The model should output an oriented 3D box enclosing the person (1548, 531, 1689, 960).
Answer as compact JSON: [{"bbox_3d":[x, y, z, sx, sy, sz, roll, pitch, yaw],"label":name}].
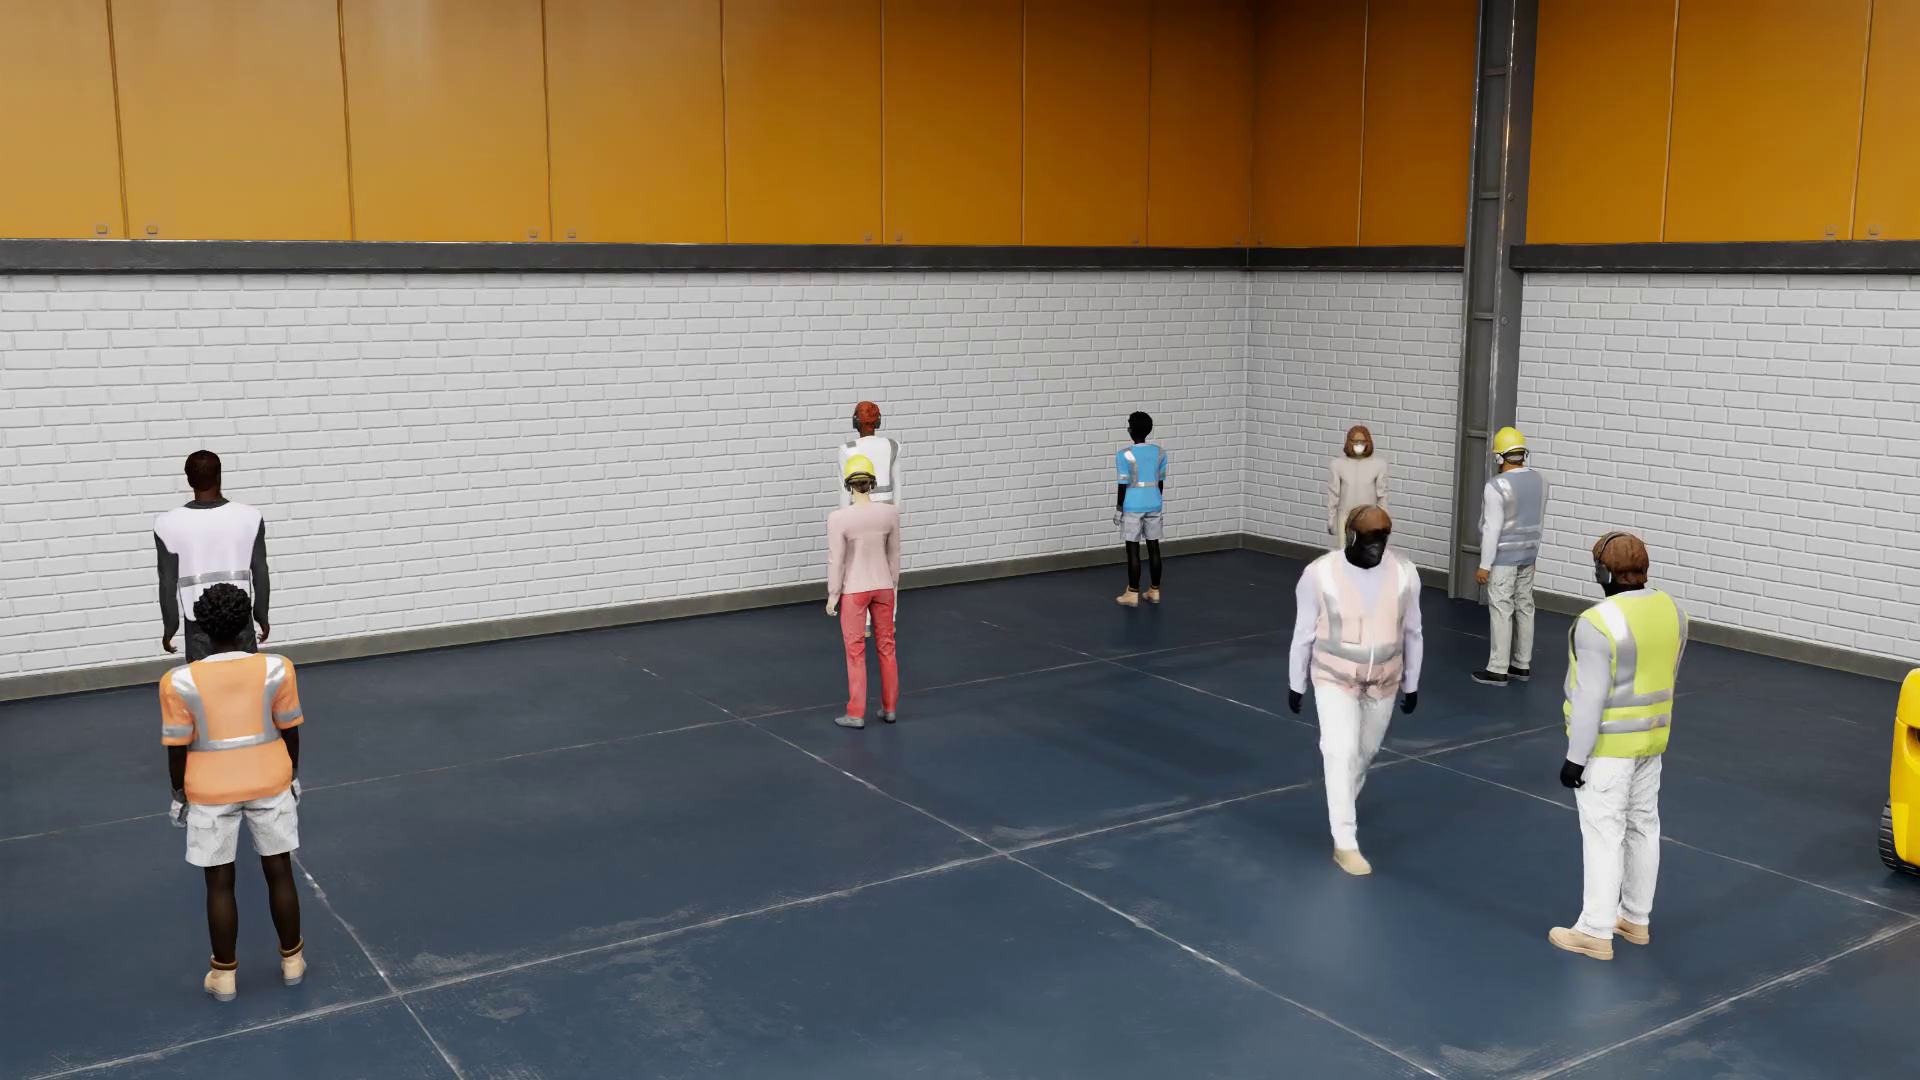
[{"bbox_3d":[2.804,0.876,7.144,0.622,1.840,0.430,-6,11,-31],"label":"person"}]

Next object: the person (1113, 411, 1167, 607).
[{"bbox_3d":[1.563,-0.269,14.461,0.533,1.697,0.322,-6,11,-31],"label":"person"}]

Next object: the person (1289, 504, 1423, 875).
[{"bbox_3d":[1.979,0.686,8.412,0.642,1.807,0.918,-1,9,-5],"label":"person"}]

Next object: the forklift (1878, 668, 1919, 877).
[{"bbox_3d":[5.511,0.571,7.906,2.313,2.155,1.214,-6,11,-33],"label":"forklift"}]

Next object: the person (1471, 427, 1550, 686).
[{"bbox_3d":[3.864,0.118,11.741,0.589,1.827,0.404,-6,11,-31],"label":"person"}]

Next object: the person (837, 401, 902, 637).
[{"bbox_3d":[-0.725,-0.166,13.286,0.574,1.883,0.360,-6,11,-31],"label":"person"}]

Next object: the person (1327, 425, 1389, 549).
[{"bbox_3d":[3.358,-0.167,14.069,0.503,1.624,0.371,3,10,18],"label":"person"}]

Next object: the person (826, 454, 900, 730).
[{"bbox_3d":[-0.621,0.331,10.651,0.524,1.764,0.329,-6,11,-31],"label":"person"}]

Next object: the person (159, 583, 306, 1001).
[{"bbox_3d":[-2.925,1.013,6.734,0.533,1.697,0.322,-6,11,-31],"label":"person"}]

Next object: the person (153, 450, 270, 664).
[{"bbox_3d":[-4.247,0.445,9.507,0.588,1.915,0.398,-6,11,-31],"label":"person"}]
